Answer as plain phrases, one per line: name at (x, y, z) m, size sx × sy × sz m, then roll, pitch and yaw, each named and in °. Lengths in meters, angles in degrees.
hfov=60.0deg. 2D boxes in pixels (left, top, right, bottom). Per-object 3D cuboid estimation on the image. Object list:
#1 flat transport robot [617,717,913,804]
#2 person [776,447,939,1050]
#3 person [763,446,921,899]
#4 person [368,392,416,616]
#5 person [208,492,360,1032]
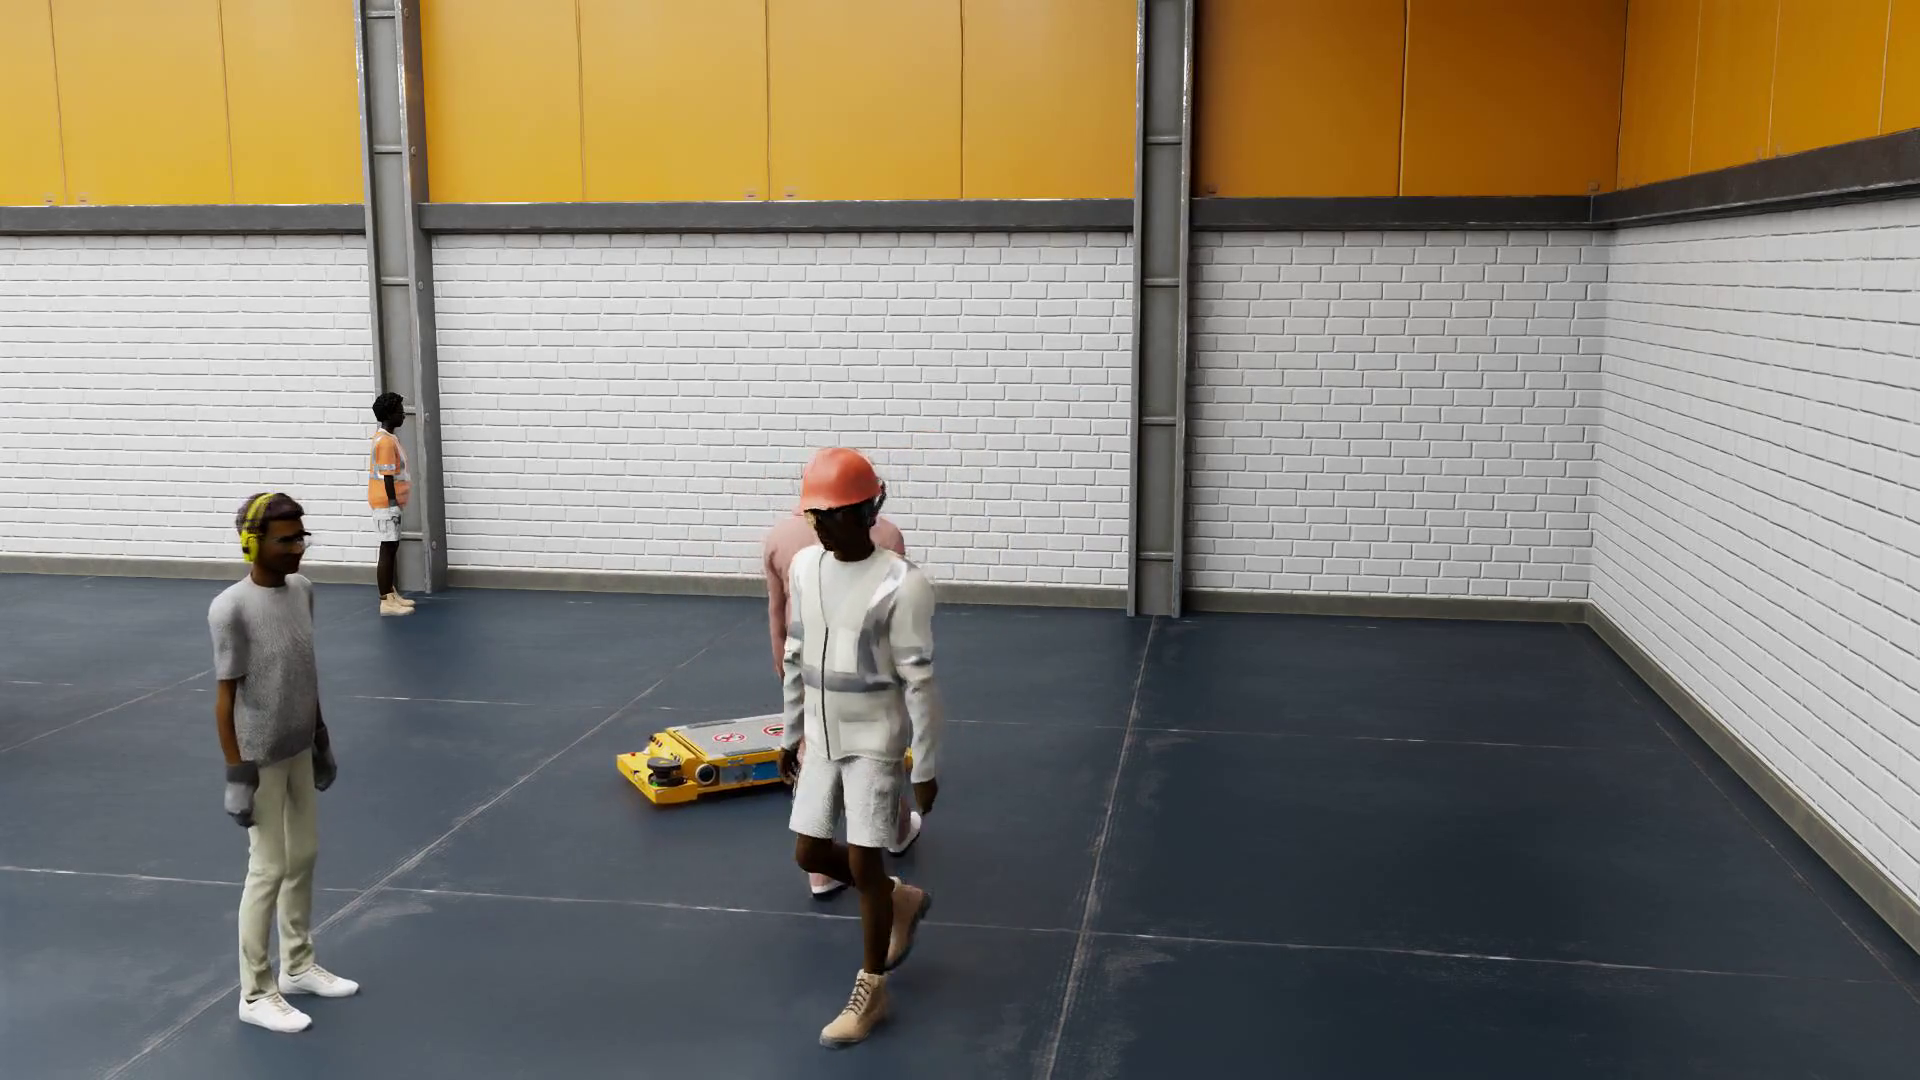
flat transport robot at (-0.982, 1.085, 8.591) m, size 1.431 × 0.197 × 0.652 m, roll -5°, pitch 10°, yaw -27°
person at (-0.311, 0.677, 5.738) m, size 0.665 × 2.025 × 0.618 m, roll 7°, pitch 12°, yaw 38°
person at (-0.479, 0.528, 7.134) m, size 0.666 × 1.859 × 0.952 m, roll 3°, pitch 10°, yaw 16°
person at (-4.321, -0.274, 12.618) m, size 0.320 × 1.694 × 0.532 m, roll -3°, pitch 10°, yaw -16°
person at (-2.357, 0.753, 5.776) m, size 0.334 × 1.860 × 0.533 m, roll 2°, pitch 9°, yaw 13°
